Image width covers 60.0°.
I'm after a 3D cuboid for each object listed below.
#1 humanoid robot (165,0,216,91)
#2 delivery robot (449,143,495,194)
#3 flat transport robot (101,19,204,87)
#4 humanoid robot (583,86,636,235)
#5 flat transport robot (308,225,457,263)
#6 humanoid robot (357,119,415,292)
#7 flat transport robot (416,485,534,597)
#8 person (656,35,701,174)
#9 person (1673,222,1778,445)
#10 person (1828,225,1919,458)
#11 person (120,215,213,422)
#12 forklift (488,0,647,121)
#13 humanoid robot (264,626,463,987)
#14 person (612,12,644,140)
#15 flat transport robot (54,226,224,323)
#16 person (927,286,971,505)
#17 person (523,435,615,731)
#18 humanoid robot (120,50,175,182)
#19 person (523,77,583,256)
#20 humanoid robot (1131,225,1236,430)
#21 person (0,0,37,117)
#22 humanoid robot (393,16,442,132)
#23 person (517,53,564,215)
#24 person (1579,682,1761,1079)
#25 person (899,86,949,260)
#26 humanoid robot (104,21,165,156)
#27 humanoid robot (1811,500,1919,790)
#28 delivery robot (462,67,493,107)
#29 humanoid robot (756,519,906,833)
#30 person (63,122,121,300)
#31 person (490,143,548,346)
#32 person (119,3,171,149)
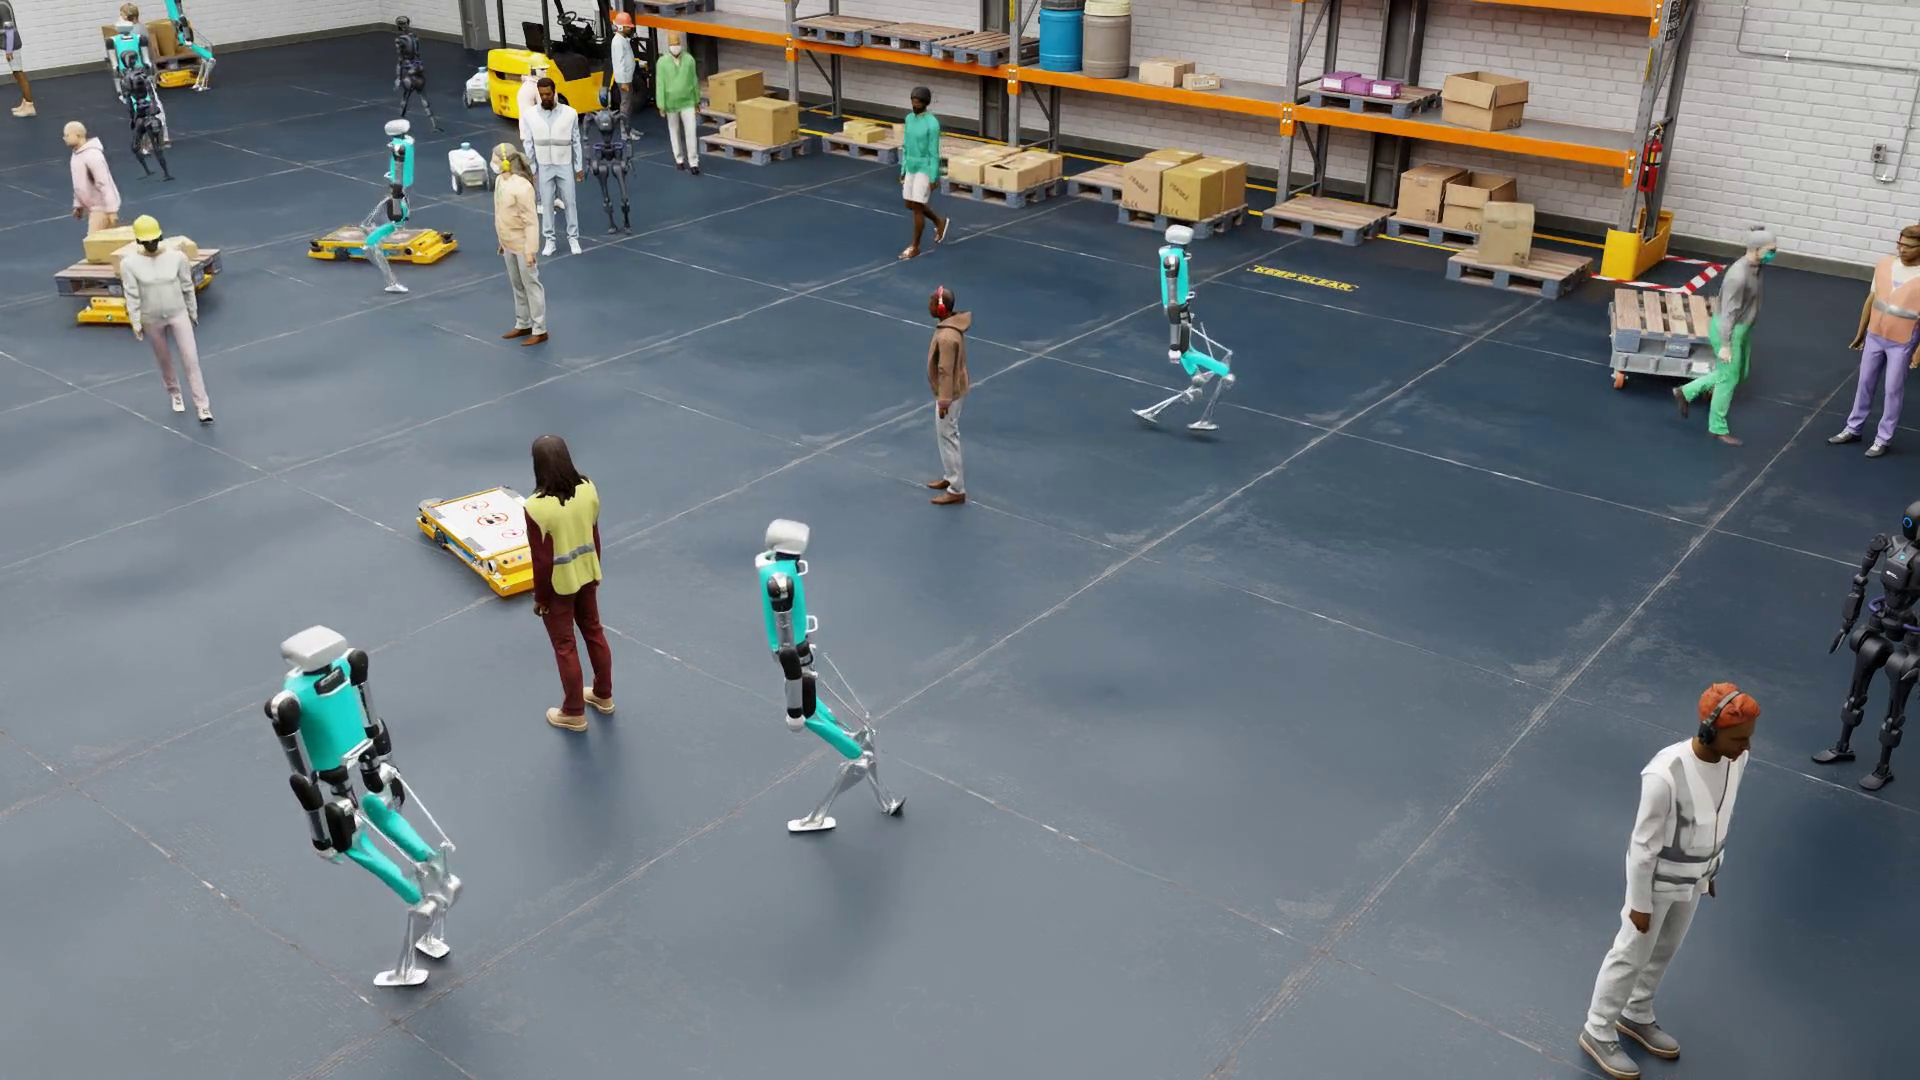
[{"bbox_3d":[-12.228,-8.073,26.539,0.677,1.740,0.531,-22,33,-38],"label":"humanoid robot"},{"bbox_3d":[-6.181,-4.672,20.939,0.499,0.614,0.808,-12,28,-24],"label":"delivery robot"},{"bbox_3d":[-13.228,-7.692,27.501,1.431,0.231,0.659,17,31,31],"label":"flat transport robot"},{"bbox_3d":[-3.971,-4.279,18.806,0.584,1.649,0.396,-4,26,-9],"label":"humanoid robot"},{"bbox_3d":[-6.352,-3.247,18.295,1.431,0.231,0.659,4,26,8],"label":"flat transport robot"},{"bbox_3d":[-5.804,-3.321,16.766,0.777,1.786,0.530,-3,26,-7],"label":"humanoid robot"},{"bbox_3d":[-3.206,-0.021,11.615,0.659,0.231,1.431,-19,32,-34],"label":"flat transport robot"},{"bbox_3d":[-3.614,-5.596,21.450,0.578,1.748,0.872,-6,26,-12],"label":"person"},{"bbox_3d":[6.087,-1.667,13.224,0.582,1.834,0.546,20,32,35],"label":"person"},{"bbox_3d":[7.282,-1.559,12.987,0.375,1.841,0.571,-13,29,-25],"label":"person"},{"bbox_3d":[-6.497,-1.791,13.605,0.529,1.720,0.887,-12,28,-24],"label":"person"},{"bbox_3d":[-5.874,-7.334,24.552,1.214,2.155,2.313,19,32,34],"label":"forklift"},{"bbox_3d":[-2.525,1.223,7.307,0.723,1.745,0.551,10,28,20],"label":"humanoid robot"},{"bbox_3d":[-4.686,-6.519,23.383,0.350,1.737,0.573,-2,26,-4],"label":"person"},{"bbox_3d":[-8.188,-2.486,16.719,0.659,0.231,1.431,2,26,4],"label":"flat transport robot"},{"bbox_3d":[-0.081,-1.057,12.177,0.313,1.645,0.467,1,26,2],"label":"person"},{"bbox_3d":[-2.191,0.247,9.334,0.363,1.767,0.476,17,31,32],"label":"person"},{"bbox_3d":[-10.315,-5.358,21.050,0.612,1.650,0.387,16,30,30],"label":"humanoid robot"},{"bbox_3d":[-4.405,-4.066,18.097,0.595,1.916,0.374,-4,26,-9],"label":"person"},{"bbox_3d":[1.864,-1.629,13.243,0.966,1.742,0.546,5,26,10],"label":"humanoid robot"},{"bbox_3d":[-14.173,-7.354,24.764,0.376,2.045,0.605,-13,29,-25],"label":"person"},{"bbox_3d":[-7.870,-6.651,23.771,0.778,1.623,0.601,7,27,14],"label":"humanoid robot"},{"bbox_3d":[-4.946,-4.812,19.697,0.405,1.866,0.812,10,28,20],"label":"person"},{"bbox_3d":[2.933,1.395,6.843,0.569,1.875,0.361,-14,29,-27],"label":"person"},{"bbox_3d":[-0.402,-4.007,18.068,0.719,1.830,0.505,-20,32,-35],"label":"person"},{"bbox_3d":[-11.002,-6.028,22.327,0.531,1.756,0.688,-20,32,-35],"label":"humanoid robot"},{"bbox_3d":[4.941,0.543,8.810,0.315,1.657,0.599,-11,28,-22],"label":"humanoid robot"},{"bbox_3d":[-7.371,-6.996,25.735,0.499,0.598,0.779,2,26,3],"label":"delivery robot"},{"bbox_3d":[-0.578,0.751,8.416,0.821,1.863,0.549,-3,26,-6],"label":"humanoid robot"},{"bbox_3d":[-8.792,-3.313,16.733,0.844,1.742,0.545,-21,33,-37],"label":"person"},{"bbox_3d":[-4.075,-2.740,15.402,0.403,1.876,0.555,-22,34,-38],"label":"person"},{"bbox_3d":[-11.197,-6.371,22.846,0.356,1.937,0.634,-11,28,-21],"label":"person"}]
